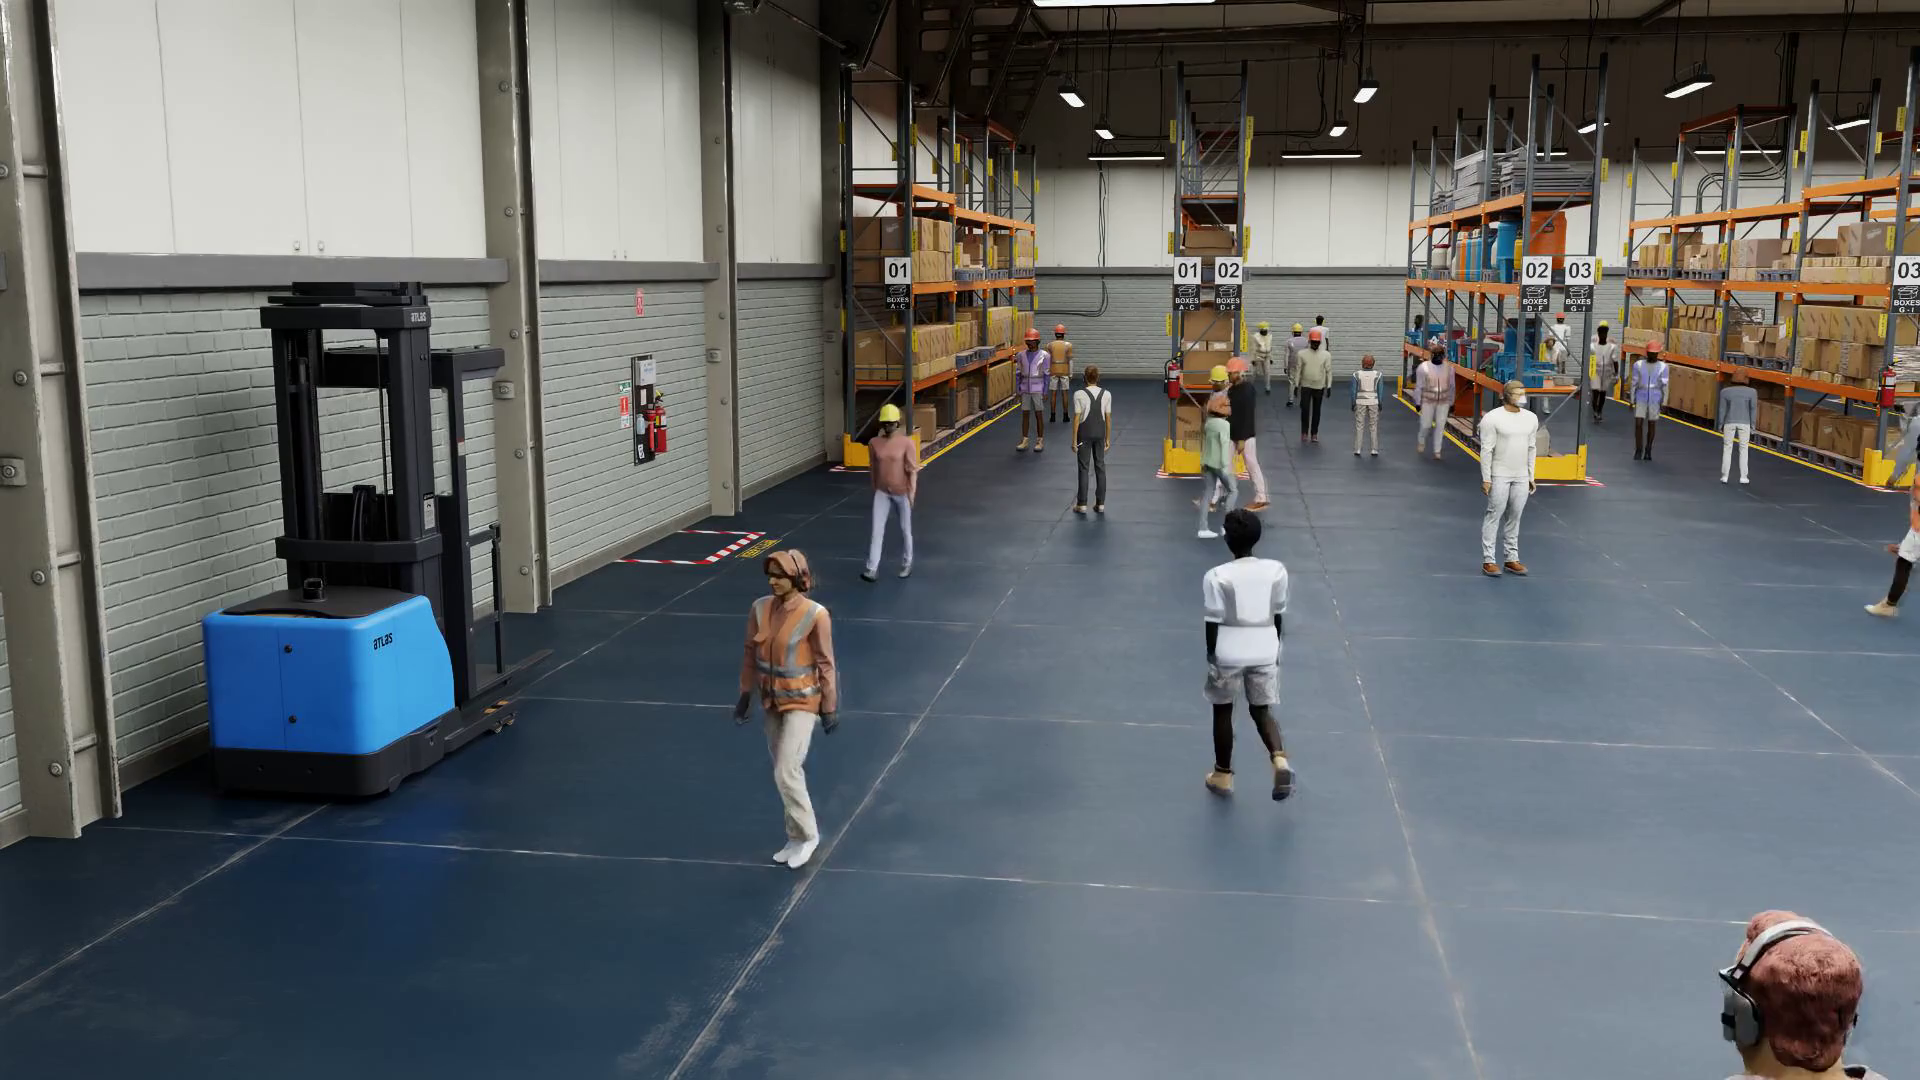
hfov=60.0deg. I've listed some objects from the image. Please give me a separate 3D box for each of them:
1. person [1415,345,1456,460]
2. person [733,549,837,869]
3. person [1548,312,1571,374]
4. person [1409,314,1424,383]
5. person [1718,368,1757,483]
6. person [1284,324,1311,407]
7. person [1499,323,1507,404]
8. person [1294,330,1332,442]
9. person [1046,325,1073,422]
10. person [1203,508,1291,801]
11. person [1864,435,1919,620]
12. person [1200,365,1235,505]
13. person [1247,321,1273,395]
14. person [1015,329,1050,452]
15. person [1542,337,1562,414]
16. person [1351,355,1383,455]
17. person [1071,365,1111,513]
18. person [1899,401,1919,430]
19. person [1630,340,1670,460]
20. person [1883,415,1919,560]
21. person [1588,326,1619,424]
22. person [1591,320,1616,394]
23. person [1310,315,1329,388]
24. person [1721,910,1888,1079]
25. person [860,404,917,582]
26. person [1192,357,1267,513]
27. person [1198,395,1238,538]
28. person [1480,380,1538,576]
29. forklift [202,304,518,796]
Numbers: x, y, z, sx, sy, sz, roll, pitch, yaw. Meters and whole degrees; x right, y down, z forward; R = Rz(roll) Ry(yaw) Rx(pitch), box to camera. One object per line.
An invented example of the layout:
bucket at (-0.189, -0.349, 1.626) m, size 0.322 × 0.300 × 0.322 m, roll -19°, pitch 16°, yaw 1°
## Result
person at (7.635, -2.225, 26.756) m, size 0.632 × 1.823 × 0.547 m, roll 1°, pitch 9°, yaw 3°
person at (-0.891, 0.852, 8.396) m, size 0.520 × 1.625 × 0.432 m, roll 8°, pitch 12°, yaw 42°
person at (15.697, -5.006, 43.610) m, size 0.571 × 1.933 × 0.472 m, roll 4°, pitch 10°, yaw 26°
person at (11.915, -4.899, 43.065) m, size 0.899 × 1.892 × 0.599 m, roll -4°, pitch 10°, yaw -22°
person at (11.042, -1.625, 23.634) m, size 0.499 × 1.634 × 0.278 m, roll 5°, pitch 11°, yaw 29°
person at (7.476, -3.880, 36.935) m, size 0.589 × 1.833 × 0.404 m, roll -1°, pitch 9°, yaw -5°
person at (12.235, -3.968, 37.163) m, size 0.633 × 1.936 × 1.037 m, roll 1°, pitch 9°, yaw 7°
person at (6.197, -2.686, 29.151) m, size 0.650 × 1.962 × 0.842 m, roll 1°, pitch 9°, yaw 8°
person at (1.986, -3.331, 33.231) m, size 0.552 × 1.934 × 0.356 m, roll 1°, pitch 9°, yaw 6°
person at (1.627, 0.659, 9.393) m, size 0.535 × 1.676 × 0.624 m, roll -2°, pitch 10°, yaw -14°
person at (8.299, -0.103, 14.186) m, size 0.538 × 1.656 × 0.862 m, roll -5°, pitch 11°, yaw -30°
person at (3.335, -1.353, 21.449) m, size 0.529 × 1.795 × 0.597 m, roll -4°, pitch 10°, yaw -24°
person at (7.350, -4.471, 40.699) m, size 0.620 × 1.803 × 0.761 m, roll -4°, pitch 10°, yaw -21°
person at (1.205, -2.508, 27.824) m, size 0.608 × 2.044 × 0.371 m, roll 4°, pitch 10°, yaw 24°
person at (12.443, -3.495, 35.186) m, size 0.523 × 1.623 × 0.585 m, roll 0°, pitch 9°, yaw -1°
person at (6.652, -2.203, 27.186) m, size 0.511 × 1.641 × 0.309 m, roll 2°, pitch 9°, yaw 12°
person at (1.642, -1.264, 20.788) m, size 0.507 × 1.842 × 0.332 m, roll -3°, pitch 10°, yaw -18°
person at (15.553, -2.273, 27.011) m, size 0.577 × 1.848 × 0.934 m, roll 1°, pitch 9°, yaw 8°
person at (10.949, -2.214, 26.421) m, size 0.568 × 1.903 × 0.794 m, roll 4°, pitch 10°, yaw 23°
person at (9.746, -0.627, 16.719) m, size 0.650 × 1.884 × 1.045 m, roll -2°, pitch 10°, yaw -15°
person at (12.691, -3.262, 32.862) m, size 0.608 × 1.911 × 0.997 m, roll 1°, pitch 9°, yaw 8°
person at (14.371, -3.974, 37.301) m, size 0.586 × 1.902 × 0.855 m, roll 2°, pitch 9°, yaw 11°
person at (9.263, -4.871, 42.931) m, size 0.511 × 1.872 × 0.329 m, roll 1°, pitch 9°, yaw 4°
person at (1.468, 1.583, 3.101) m, size 0.650 × 1.882 × 0.747 m, roll 0°, pitch 9°, yaw -1°
person at (-0.666, -0.444, 16.097) m, size 0.538 × 1.722 × 0.897 m, roll 3°, pitch 10°, yaw 16°
person at (3.420, -1.294, 20.660) m, size 1.041 × 1.932 × 0.638 m, roll -4°, pitch 10°, yaw -21°
person at (2.971, -0.825, 18.751) m, size 0.622 × 1.612 × 0.537 m, roll -3°, pitch 10°, yaw -20°
person at (5.446, -0.621, 16.508) m, size 0.629 × 1.940 × 0.372 m, roll -3°, pitch 10°, yaw -18°
forklift at (-3.673, -0.038, 10.147) m, size 1.129 × 2.768 × 1.873 m, roll 1°, pitch 9°, yaw 9°
